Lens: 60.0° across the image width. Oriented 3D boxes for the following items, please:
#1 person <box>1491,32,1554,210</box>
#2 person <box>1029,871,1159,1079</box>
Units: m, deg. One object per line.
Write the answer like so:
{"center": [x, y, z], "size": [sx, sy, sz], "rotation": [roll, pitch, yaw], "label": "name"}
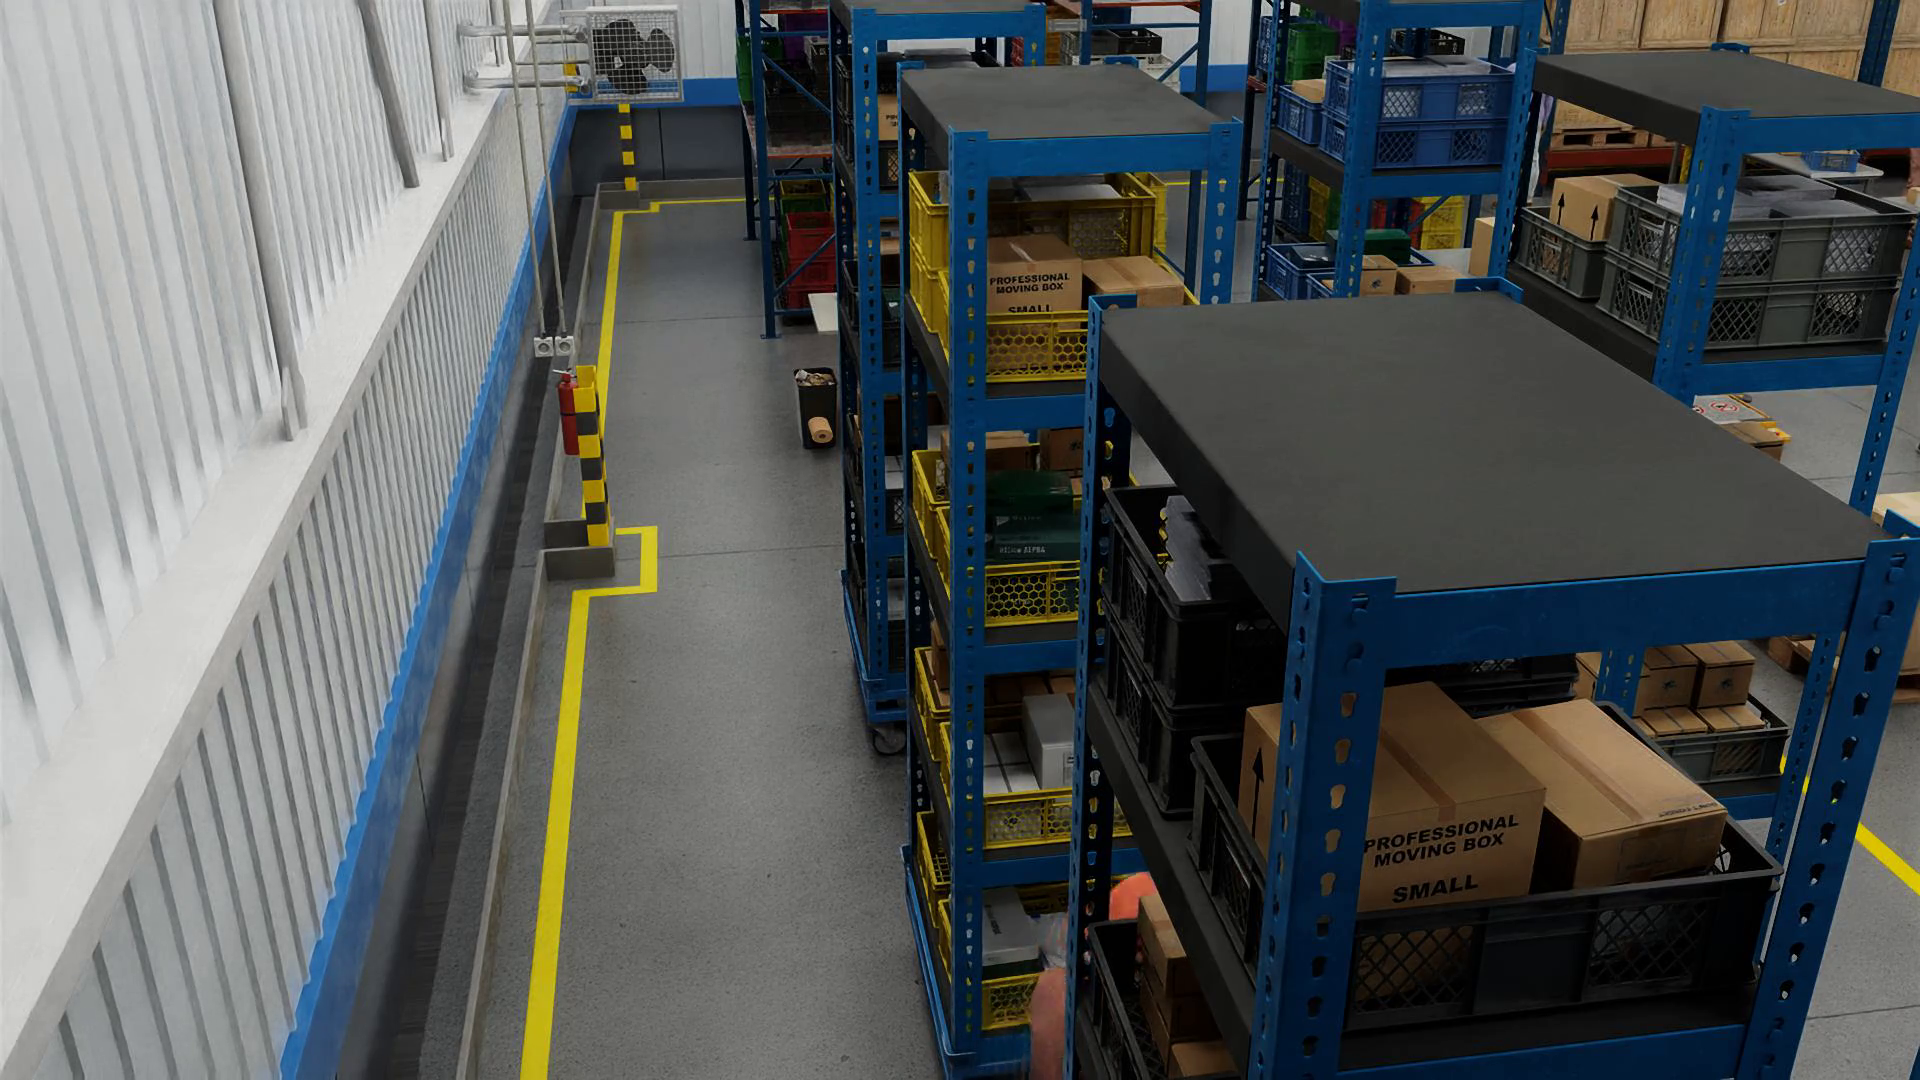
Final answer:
{"center": [6.173, -4.567, 18.220], "size": [0.627, 1.934, 0.370], "rotation": [-7, 26, -15], "label": "person"}
{"center": [0.366, 1.779, 4.427], "size": [1.001, 1.937, 0.619], "rotation": [-23, 33, -40], "label": "person"}
